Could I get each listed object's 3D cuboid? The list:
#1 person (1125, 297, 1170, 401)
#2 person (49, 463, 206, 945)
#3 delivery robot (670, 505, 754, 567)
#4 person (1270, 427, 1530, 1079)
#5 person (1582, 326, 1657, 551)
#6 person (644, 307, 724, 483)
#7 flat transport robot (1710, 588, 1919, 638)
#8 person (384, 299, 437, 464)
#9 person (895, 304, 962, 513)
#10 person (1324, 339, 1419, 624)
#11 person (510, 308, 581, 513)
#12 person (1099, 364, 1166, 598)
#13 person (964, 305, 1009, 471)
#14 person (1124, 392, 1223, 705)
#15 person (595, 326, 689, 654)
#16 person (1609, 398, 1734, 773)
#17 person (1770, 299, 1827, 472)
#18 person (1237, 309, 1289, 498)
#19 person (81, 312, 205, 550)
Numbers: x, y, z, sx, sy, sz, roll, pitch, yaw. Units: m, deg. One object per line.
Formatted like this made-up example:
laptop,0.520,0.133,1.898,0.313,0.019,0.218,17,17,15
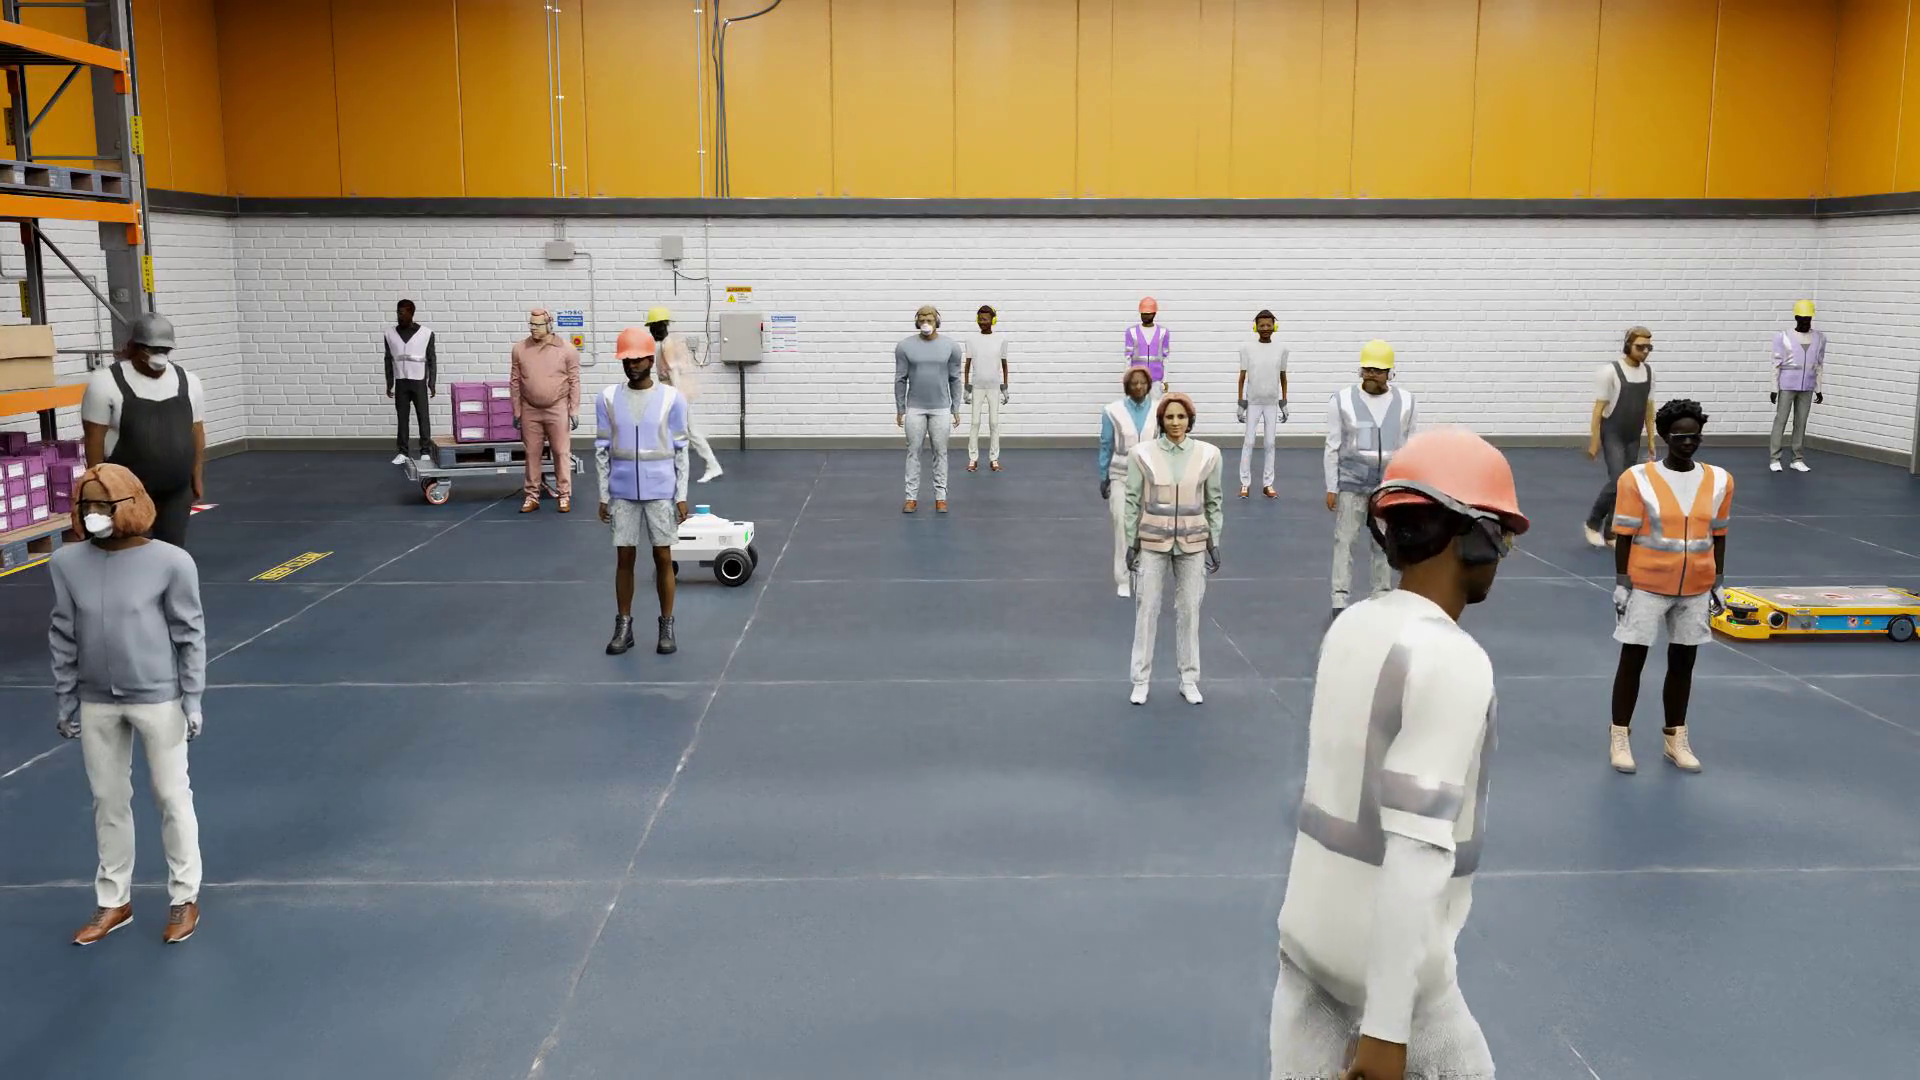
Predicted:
person,2.255,-1.956,20.031,0.548,1.934,0.376,0,9,0
person,-2.782,0.550,5.582,0.502,1.632,0.279,0,9,0
delivery robot,-1.859,-0.011,12.037,0.707,0.478,0.477,0,9,-1
person,0.831,0.778,3.181,1.036,1.960,0.680,-2,9,-12
person,5.277,-0.790,13.240,0.512,1.823,0.429,-4,10,-22
person,-2.998,-1.505,17.511,1.027,1.871,0.635,0,9,-1
flat transport robot,5.395,0.445,10.393,1.431,0.197,0.652,0,9,-1
person,-6.384,-1.837,19.357,0.590,1.916,0.391,0,9,0
person,-0.292,-1.213,15.461,0.629,1.939,0.371,0,9,0
person,2.608,-0.356,10.543,0.592,1.828,0.404,0,9,0
person,-3.853,-1.192,15.444,0.643,1.905,0.399,0,9,0
person,1.226,-0.434,11.676,0.519,1.623,0.607,0,9,-1
person,0.298,-1.696,18.650,0.514,1.865,0.322,0,9,0
person,1.108,0.046,8.657,0.515,1.640,0.315,0,9,0
person,-1.864,-0.284,9.770,0.548,1.937,0.379,0,9,0
person,3.188,0.209,7.481,0.537,1.695,0.321,0,9,0
person,9.368,-1.719,18.599,0.590,1.926,0.388,0,9,0
person,3.000,-1.340,16.454,0.514,1.871,0.327,0,9,0
person,-5.020,-0.422,10.301,0.671,2.000,0.703,8,12,41
